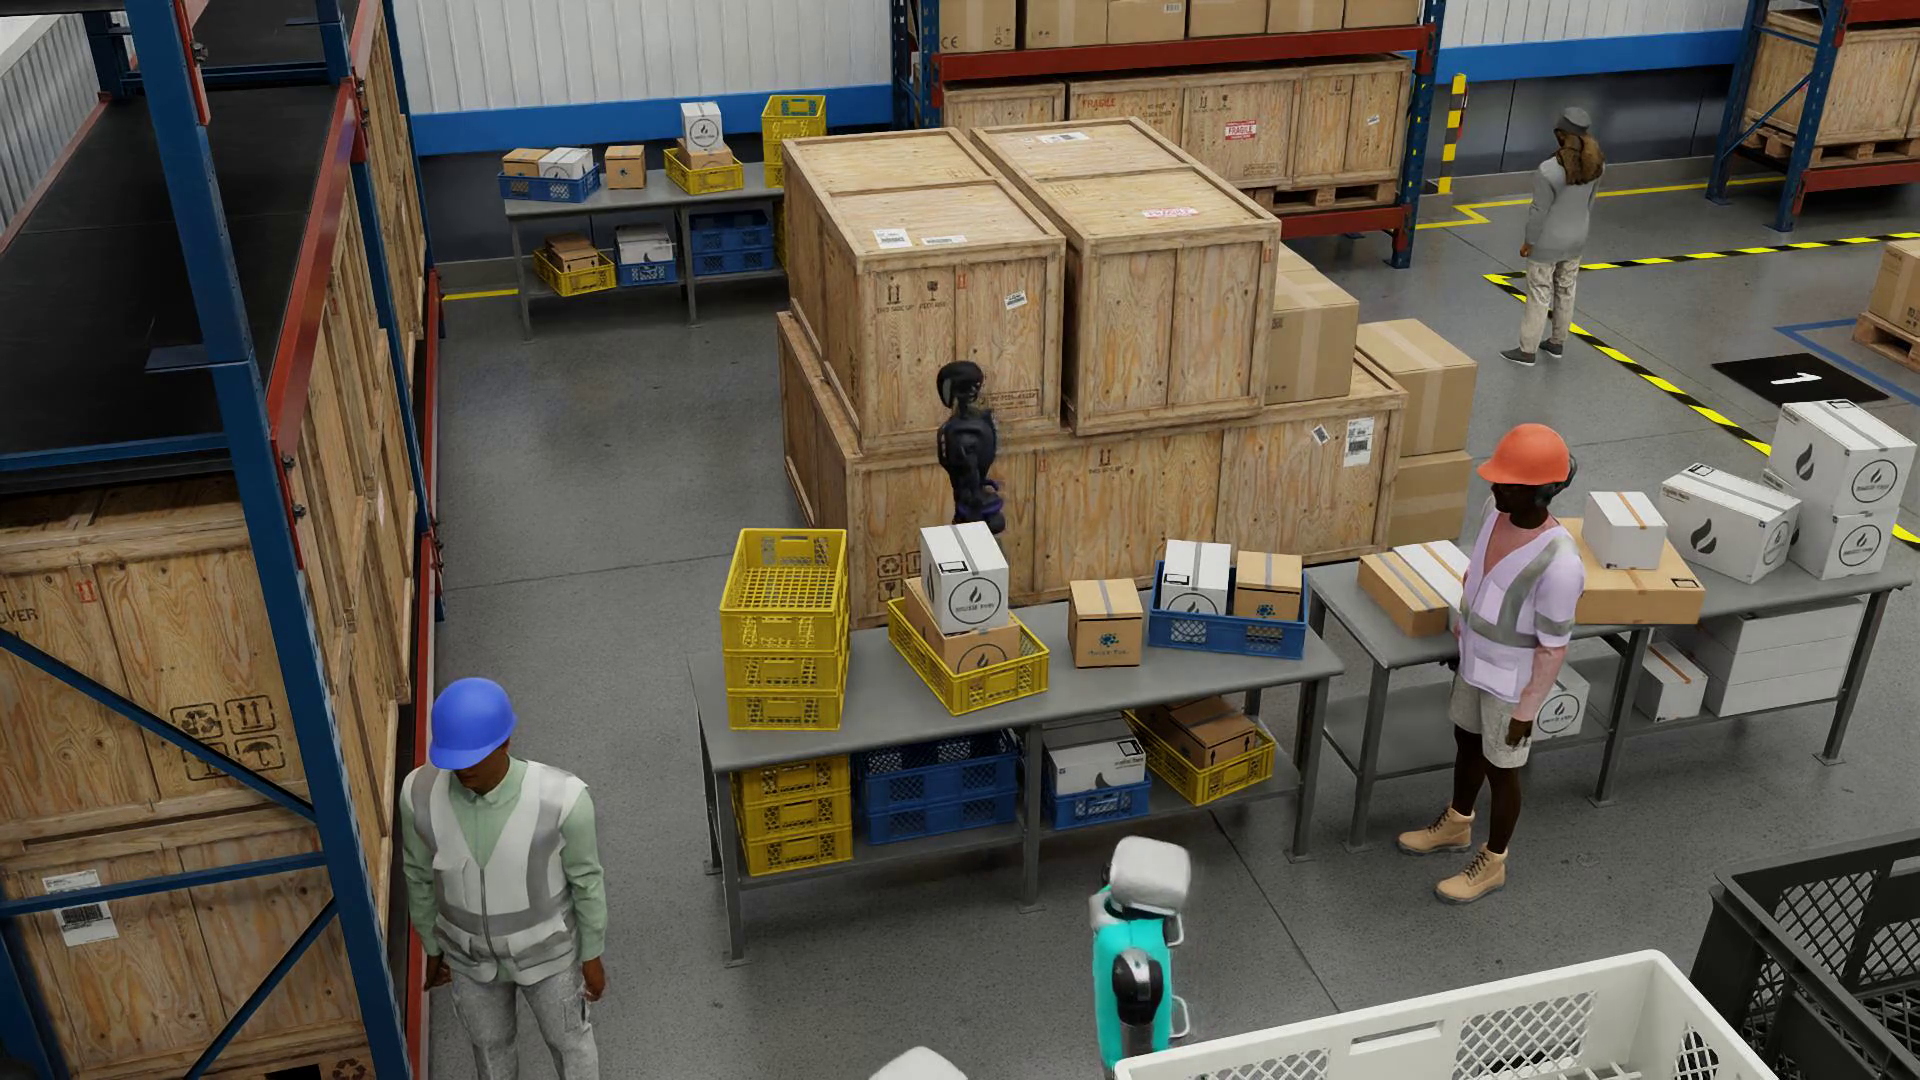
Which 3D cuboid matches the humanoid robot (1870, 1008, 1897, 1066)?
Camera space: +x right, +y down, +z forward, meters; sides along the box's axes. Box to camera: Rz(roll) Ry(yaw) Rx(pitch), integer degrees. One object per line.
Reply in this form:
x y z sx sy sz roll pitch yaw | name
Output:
2.172 1.821 4.345 0.608 1.645 0.358 21 35 33 | humanoid robot

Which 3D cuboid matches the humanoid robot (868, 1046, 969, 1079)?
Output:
-0.222 2.042 3.910 0.539 1.740 1.023 21 35 33 | humanoid robot

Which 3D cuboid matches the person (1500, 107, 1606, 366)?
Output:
4.052 -2.043 11.268 0.562 1.769 0.400 -15 32 -25 | person

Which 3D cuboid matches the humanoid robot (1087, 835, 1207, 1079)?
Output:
0.712 1.609 4.707 0.862 1.791 0.562 1 29 1 | humanoid robot

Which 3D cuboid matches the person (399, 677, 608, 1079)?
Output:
-1.378 1.242 5.123 0.601 1.947 0.384 1 29 2 | person

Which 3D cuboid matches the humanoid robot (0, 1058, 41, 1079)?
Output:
-2.184 1.924 4.150 0.599 1.657 0.315 5 29 9 | humanoid robot

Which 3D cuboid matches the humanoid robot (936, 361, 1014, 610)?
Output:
0.130 -0.058 7.782 0.621 1.635 0.607 -2 29 -4 | humanoid robot

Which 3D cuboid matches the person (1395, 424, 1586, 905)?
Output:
2.050 0.492 6.388 0.371 2.043 0.604 -7 30 -12 | person
